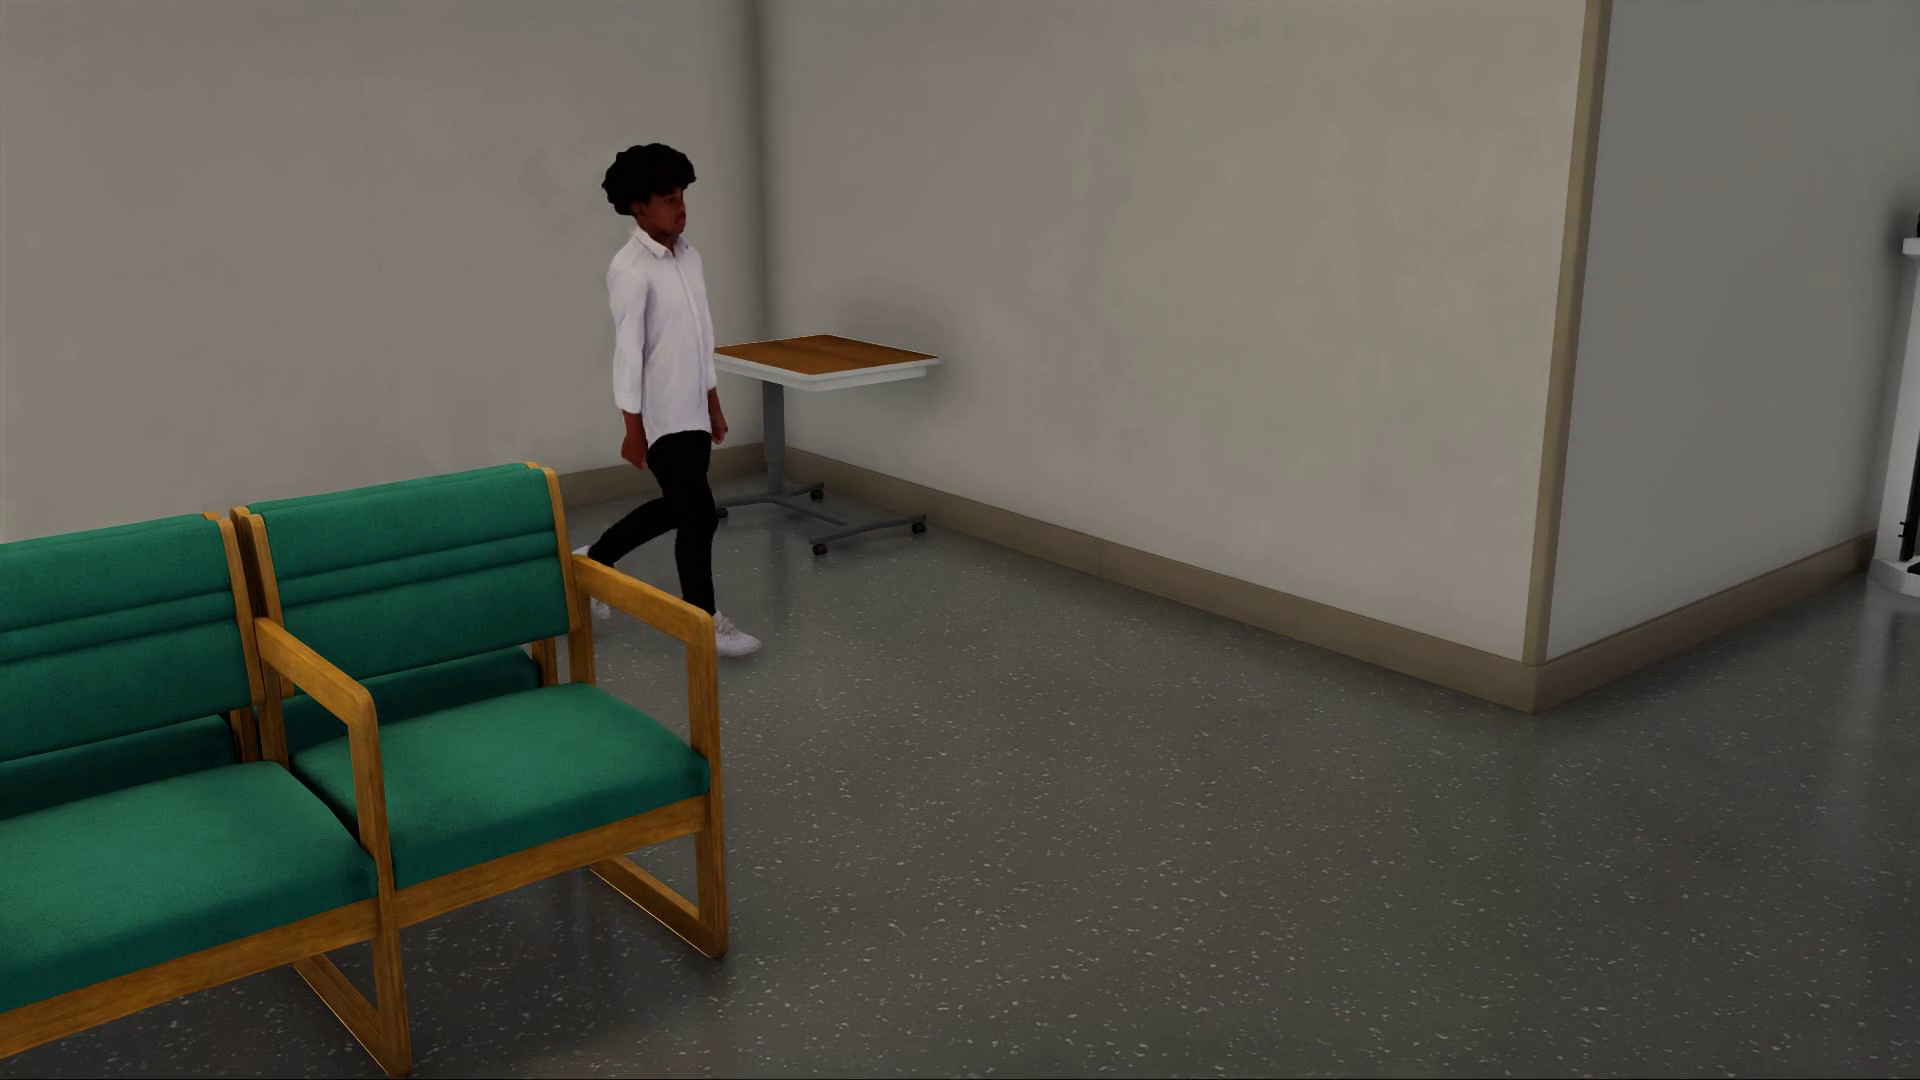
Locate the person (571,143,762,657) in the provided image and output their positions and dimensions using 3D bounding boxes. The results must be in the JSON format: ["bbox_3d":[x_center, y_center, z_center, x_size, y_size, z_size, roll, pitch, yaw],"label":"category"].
[{"bbox_3d":[-1.089,-0.464,5.843,1.134,1.786,0.967,5,17,18],"label":"person"}]
